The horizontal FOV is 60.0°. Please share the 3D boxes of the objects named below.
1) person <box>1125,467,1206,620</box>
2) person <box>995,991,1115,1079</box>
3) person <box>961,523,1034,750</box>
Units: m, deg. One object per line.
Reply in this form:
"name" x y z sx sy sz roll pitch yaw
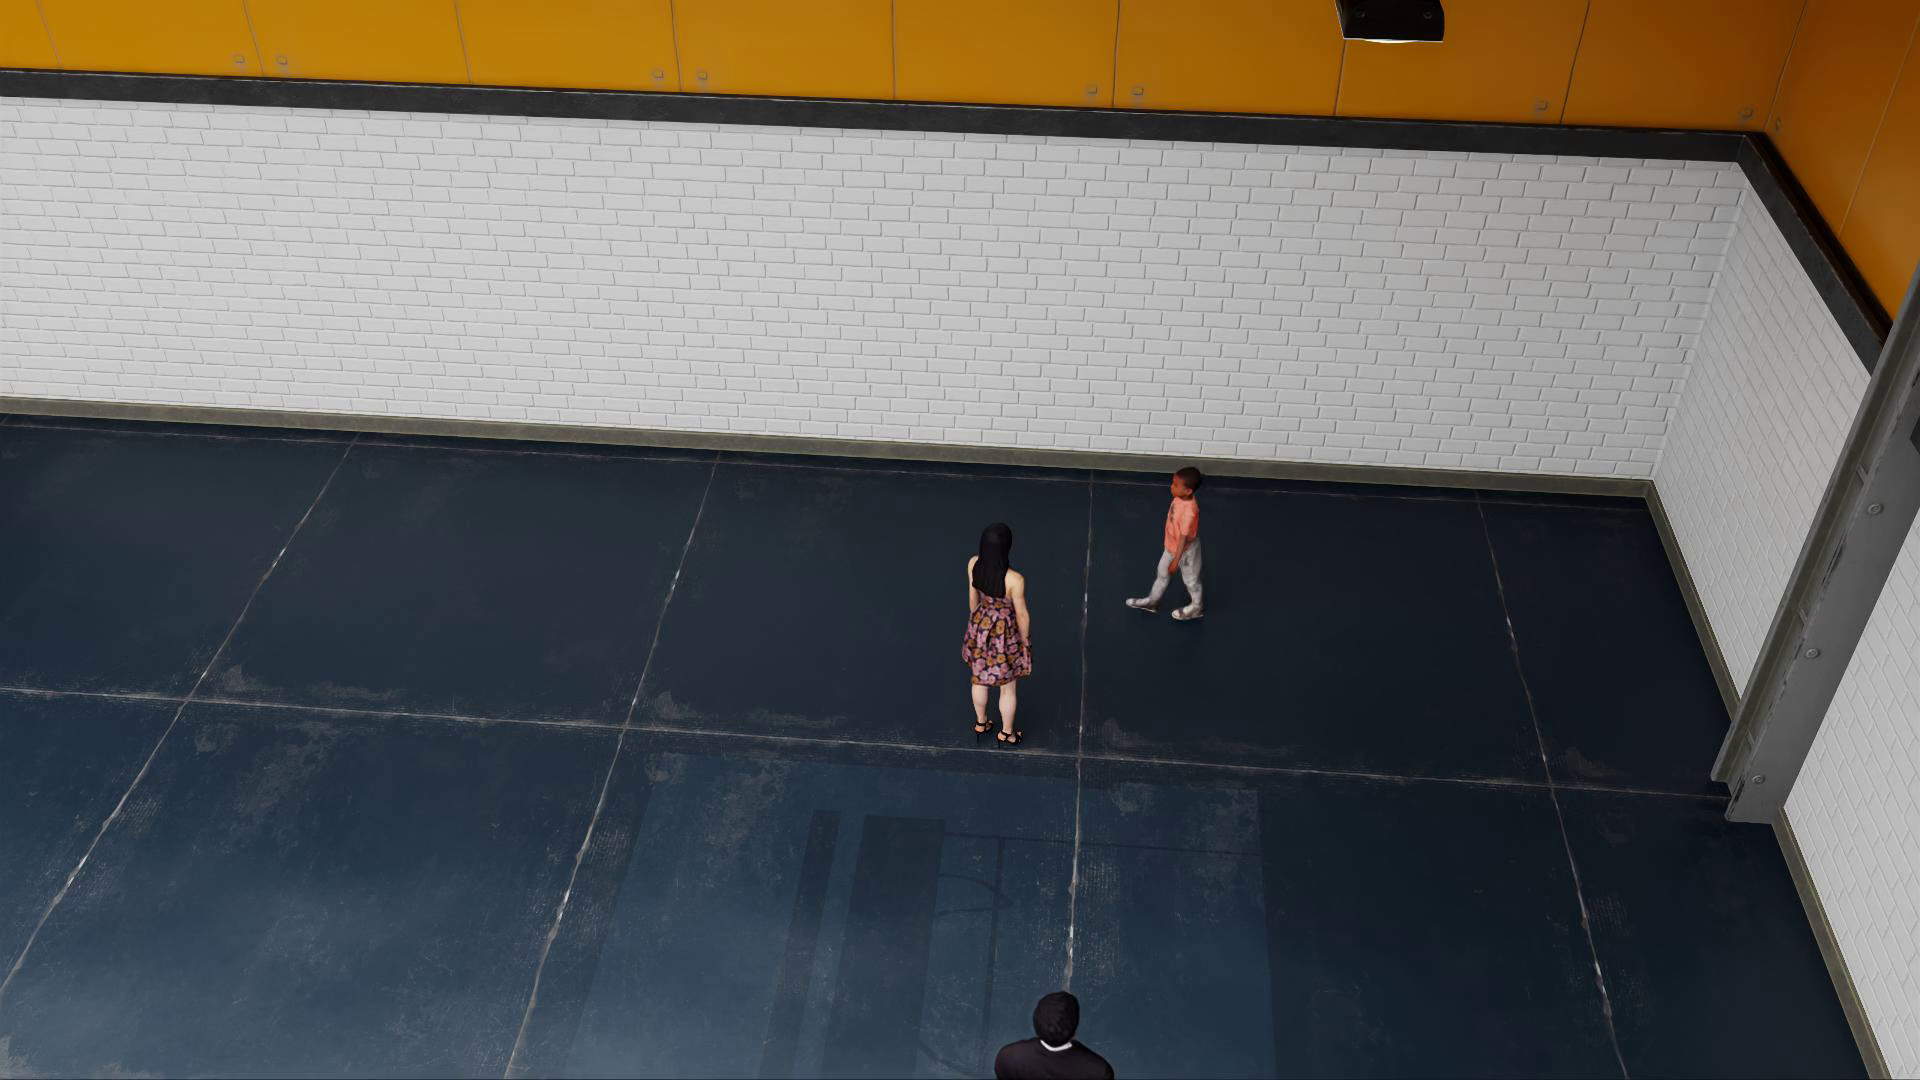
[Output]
"person" 1.603 0.034 11.461 0.634 1.291 0.744 -2 39 -3
"person" 0.414 2.708 7.637 0.702 1.884 0.556 5 39 6
"person" 0.237 0.602 10.362 0.785 1.775 0.818 22 43 25
